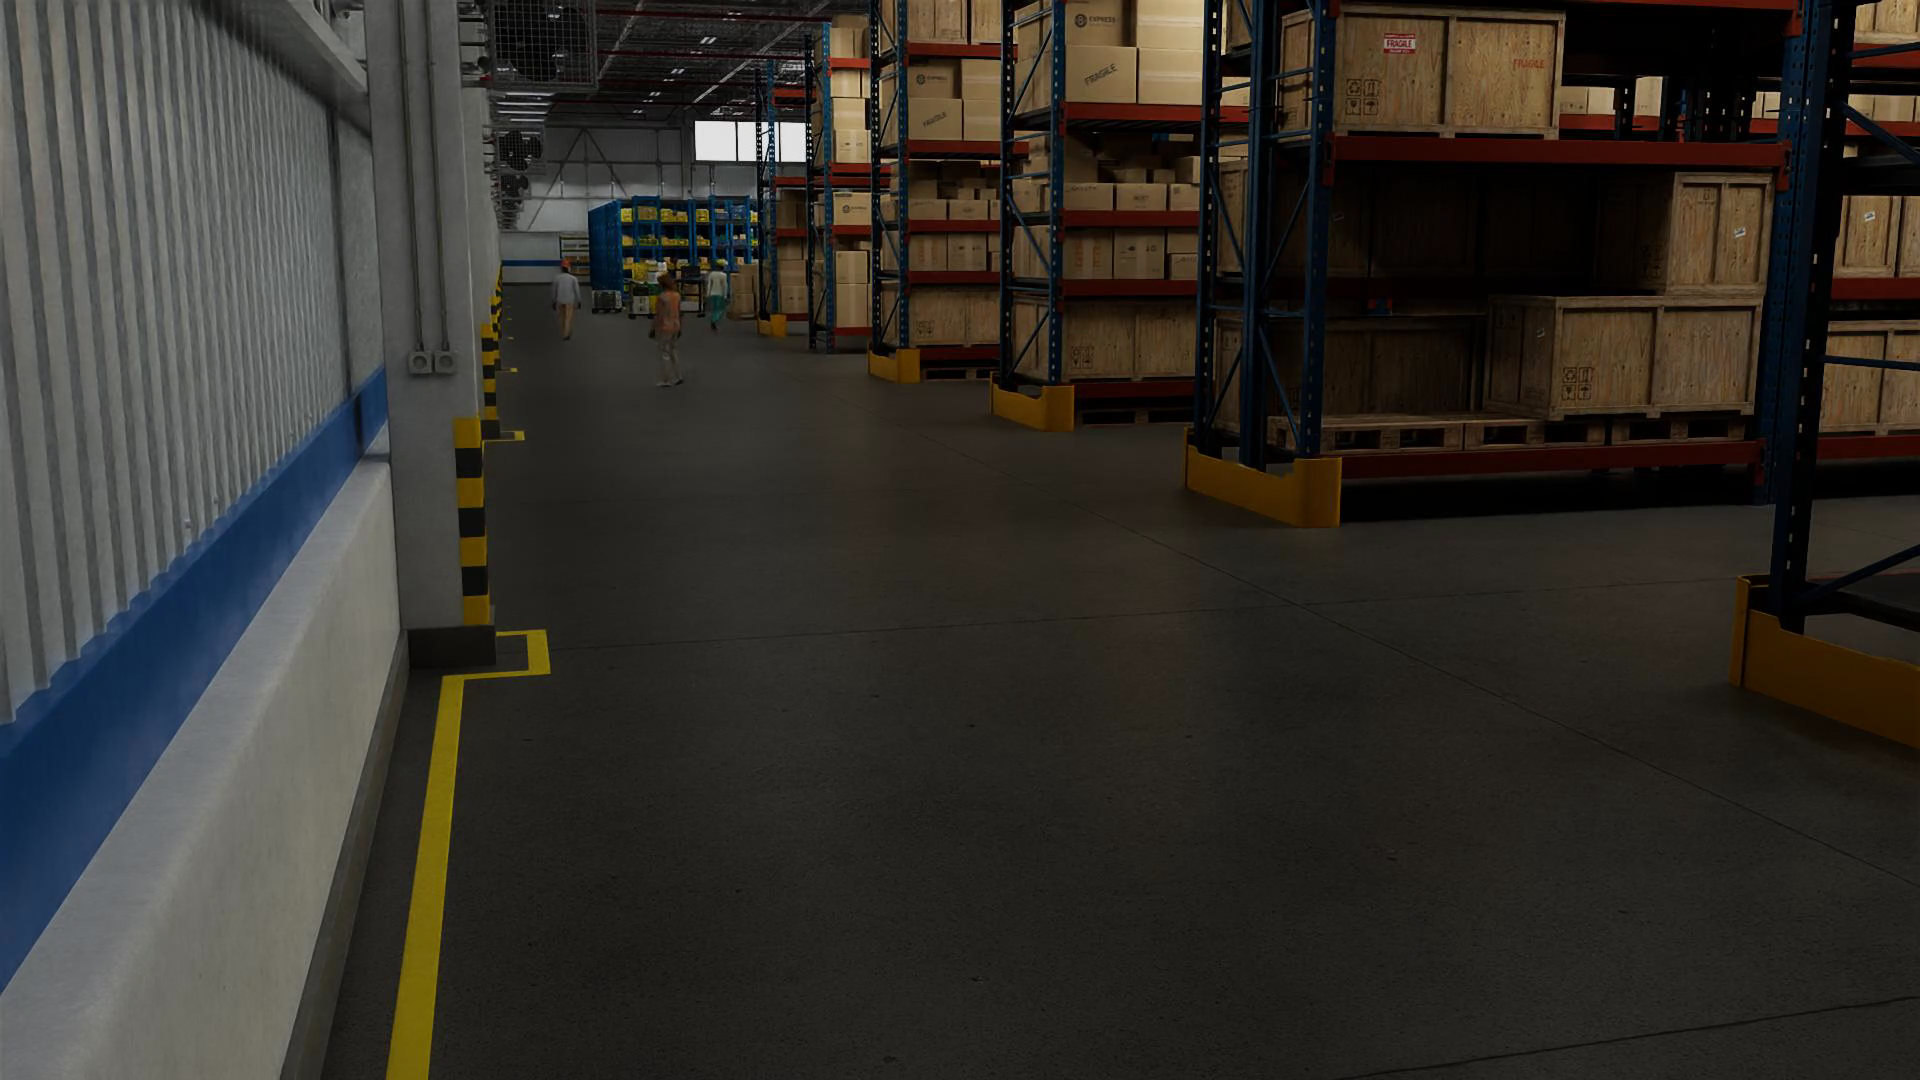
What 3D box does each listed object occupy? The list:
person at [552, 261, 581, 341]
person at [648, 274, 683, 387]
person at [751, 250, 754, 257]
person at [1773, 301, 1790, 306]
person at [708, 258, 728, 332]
[{"bbox_3d":[-8.492,-5.180,36.020,0.591,1.703,0.891,2,10,9],"label":"person"},{"bbox_3d":[-4.222,-3.018,24.006,0.347,1.633,0.523,4,11,22],"label":"person"},{"bbox_3d":[-10.030,-13.189,80.983,0.389,1.847,0.567,-9,13,-41],"label":"person"},{"bbox_3d":[8.510,-1.854,17.215,0.898,1.699,0.487,-3,11,-19],"label":"person"},{"bbox_3d":[-5.756,-5.789,39.400,0.621,1.739,0.468,5,11,26],"label":"person"}]
